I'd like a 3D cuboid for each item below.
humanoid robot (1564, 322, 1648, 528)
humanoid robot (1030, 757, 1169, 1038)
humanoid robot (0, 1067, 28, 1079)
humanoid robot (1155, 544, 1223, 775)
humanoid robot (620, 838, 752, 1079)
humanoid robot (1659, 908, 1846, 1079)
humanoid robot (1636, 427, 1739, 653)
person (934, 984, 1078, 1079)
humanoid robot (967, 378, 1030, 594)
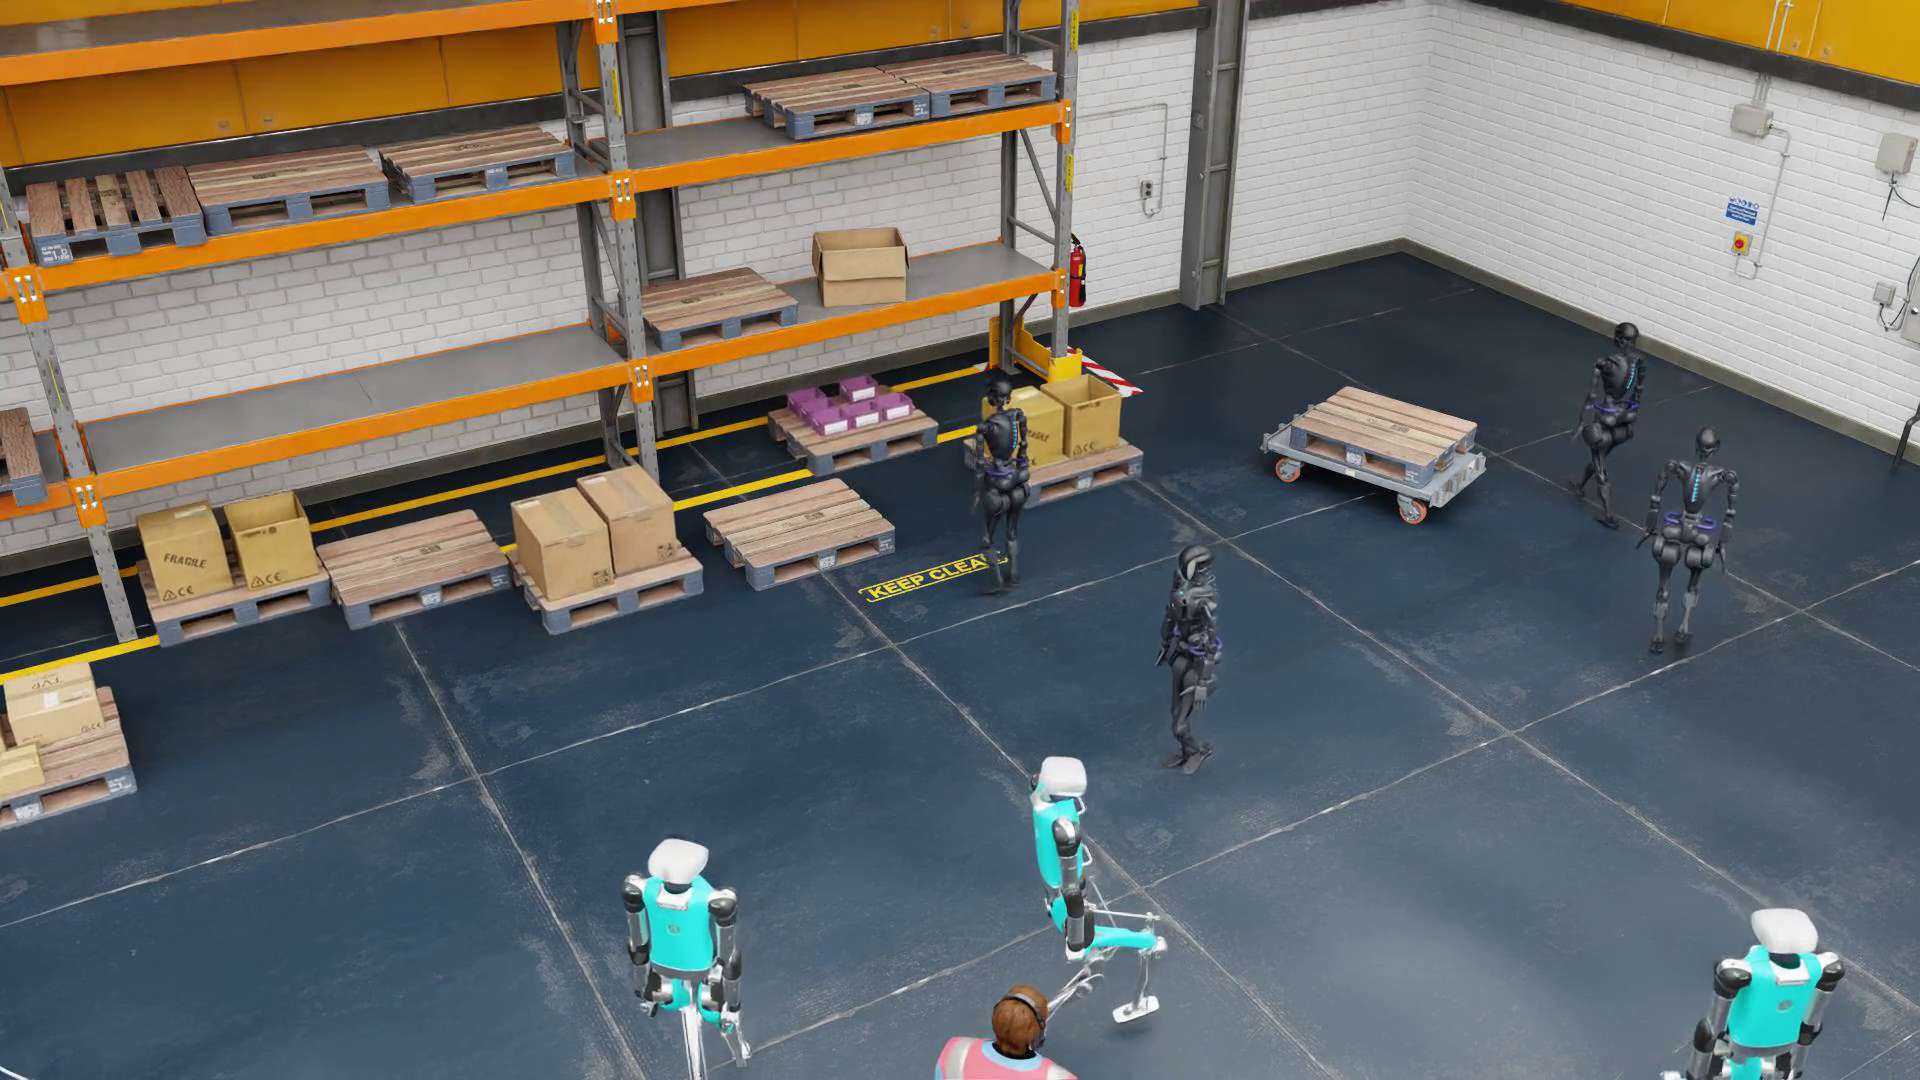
[{"bbox_3d":[5.150,-0.961,13.287,0.607,1.627,0.775,-11,31,-19],"label":"humanoid robot"},{"bbox_3d":[0.710,1.817,8.311,1.043,1.758,0.556,-6,30,-11],"label":"humanoid robot"},{"bbox_3d":[-4.213,2.450,7.226,0.843,1.867,0.553,-9,31,-16],"label":"humanoid robot"},{"bbox_3d":[1.411,0.738,10.232,0.347,1.641,0.588,-12,32,-20],"label":"humanoid robot"},{"bbox_3d":[-1.218,2.059,7.952,0.553,1.891,0.763,5,30,8],"label":"humanoid robot"},{"bbox_3d":[3.435,2.260,7.570,0.548,1.873,0.812,-2,30,-3],"label":"humanoid robot"},{"bbox_3d":[5.025,0.011,11.538,0.599,1.639,0.440,15,33,25],"label":"humanoid robot"},{"bbox_3d":[0.210,2.563,6.855,0.629,1.836,0.431,11,31,19],"label":"person"},{"bbox_3d":[0.327,-0.392,12.236,0.382,1.642,0.586,23,37,35],"label":"humanoid robot"}]
